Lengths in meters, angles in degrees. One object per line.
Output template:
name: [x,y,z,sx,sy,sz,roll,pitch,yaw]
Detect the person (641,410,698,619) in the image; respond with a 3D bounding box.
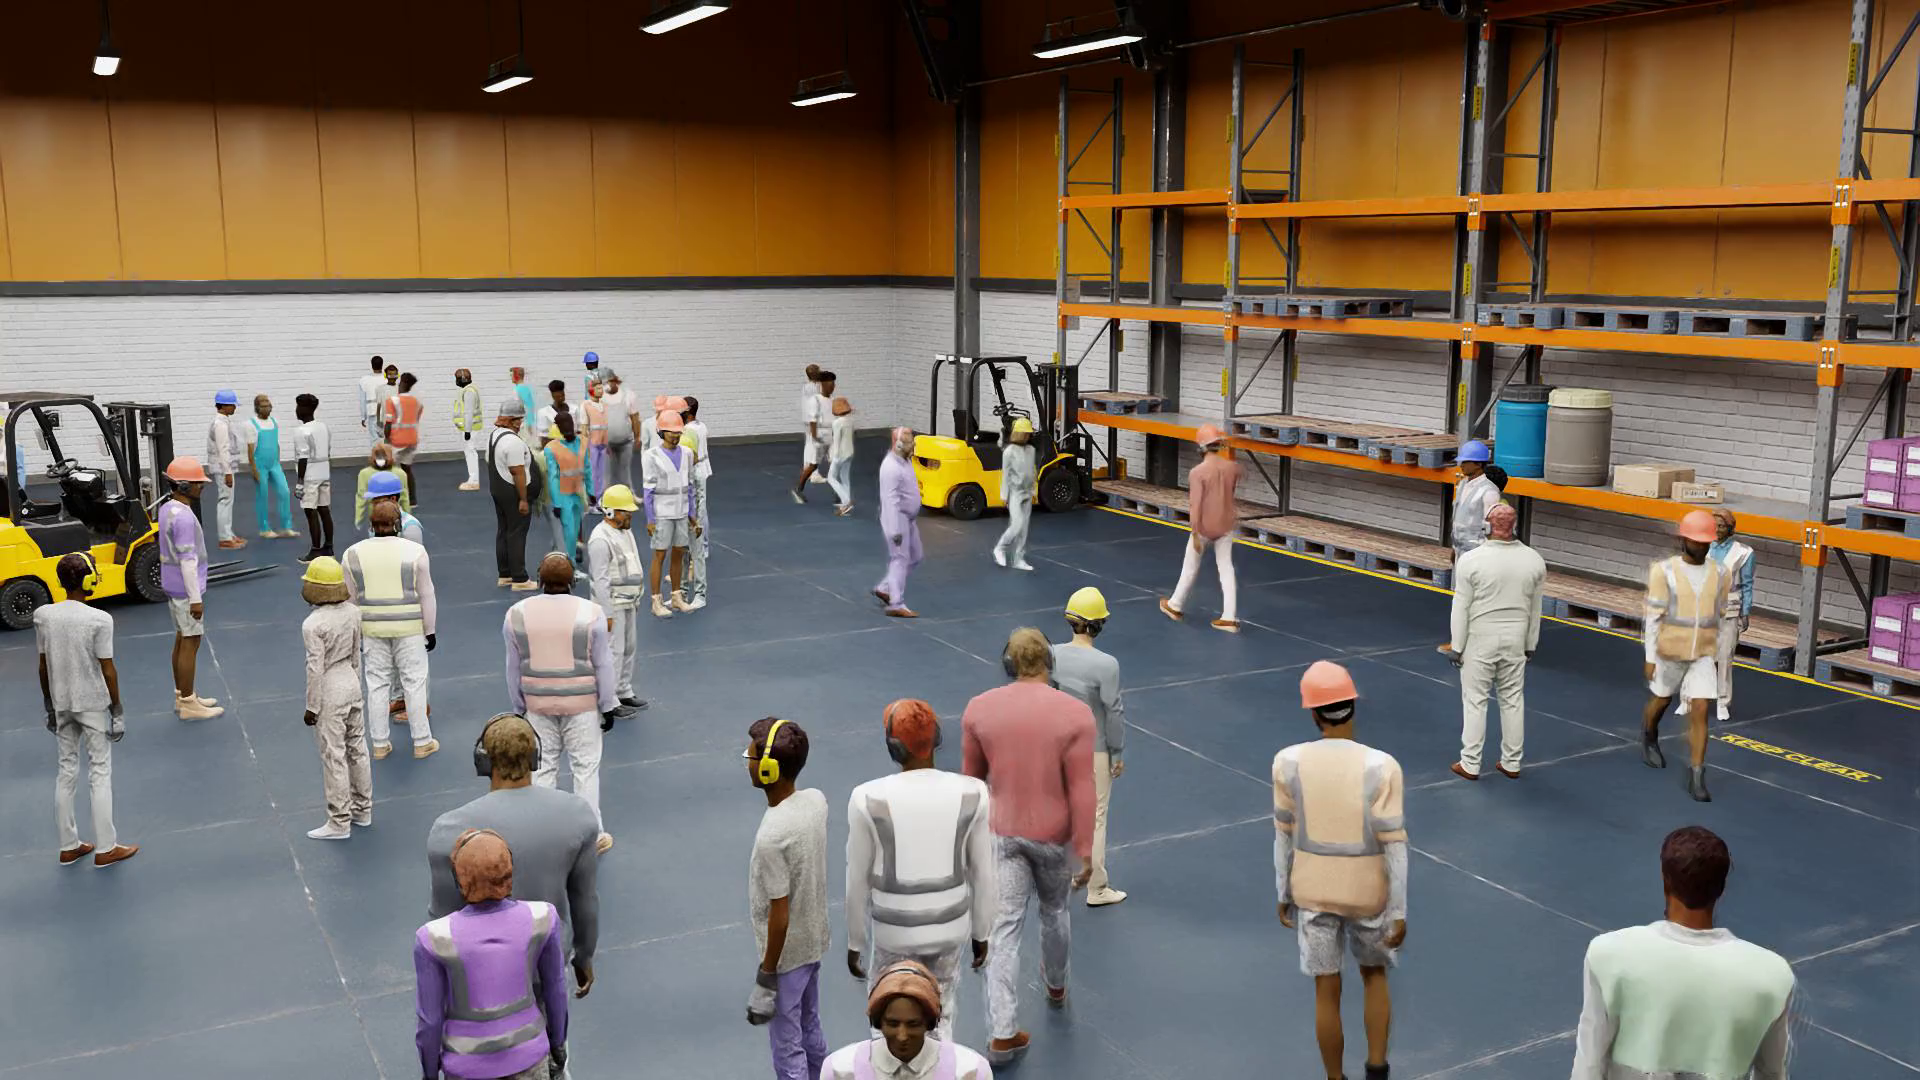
person: [-2.825,-0.260,16.355,0.397,2.043,0.610,8,13,40]

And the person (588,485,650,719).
person: [-2.633,0.474,12.794,0.403,1.817,0.601,1,10,8]

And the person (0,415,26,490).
person: [-10.703,-0.533,18.529,0.591,1.834,0.404,2,10,13]

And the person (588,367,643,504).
person: [-4.842,-1.469,23.319,0.701,2.000,0.713,-2,10,-13]

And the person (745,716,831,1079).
person: [-0.661,1.576,6.276,0.330,1.874,0.518,3,10,16]

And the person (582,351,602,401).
person: [-6.032,-2.151,27.547,0.416,1.939,0.605,3,10,18]

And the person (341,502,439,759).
person: [-4.003,0.641,11.756,0.621,1.841,0.429,-1,10,-3]

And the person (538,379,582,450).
person: [-5.189,-1.140,21.735,0.648,1.937,0.454,-9,13,-41]

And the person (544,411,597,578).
person: [-4.264,-0.473,18.045,0.393,1.886,0.634,5,11,24]

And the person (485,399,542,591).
person: [-4.715,-0.492,17.696,0.536,2.000,0.688,-7,12,-37]

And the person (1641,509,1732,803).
person: [4.864,0.714,11.198,0.558,1.900,0.985,1,10,5]

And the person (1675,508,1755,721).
person: [5.785,0.566,12.761,0.523,1.638,0.310,6,11,29]

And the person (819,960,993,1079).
person: [-0.149,1.966,4.734,0.513,1.630,0.318,0,10,1]

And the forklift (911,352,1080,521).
forklift: [0.460,-1.461,22.833,2.313,2.155,1.214,-5,11,-28]

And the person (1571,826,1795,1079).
person: [2.152,1.781,5.064,0.627,1.878,0.861,2,10,13]

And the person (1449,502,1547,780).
person: [3.626,0.690,11.319,0.636,1.900,0.401,-2,10,-11]

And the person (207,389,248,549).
person: [-8.852,-0.852,20.083,0.419,1.937,0.612,-4,11,-24]

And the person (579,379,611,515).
person: [-4.990,-1.274,22.747,0.390,1.850,0.564,4,10,20]

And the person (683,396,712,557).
person: [-3.082,-0.706,19.282,0.391,1.919,0.587,1,10,6]

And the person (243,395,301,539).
person: [-8.519,-0.888,20.610,0.721,1.817,0.528,6,11,30]

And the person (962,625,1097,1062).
person: [0.318,1.339,7.590,0.653,1.877,1.020,2,10,12]

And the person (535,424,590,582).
person: [-4.260,-0.384,17.943,0.883,1.724,0.540,10,14,44]

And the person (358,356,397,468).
person: [-9.312,-1.995,26.699,0.590,1.918,0.391,-3,10,-18]

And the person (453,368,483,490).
person: [-7.436,-1.679,25.143,0.429,1.832,0.637,-3,10,-17]

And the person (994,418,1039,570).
person: [0.668,-0.515,18.711,0.398,1.733,0.487,9,13,42]

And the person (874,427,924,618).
person: [-0.570,-0.172,16.292,0.431,1.888,0.665,2,10,10]

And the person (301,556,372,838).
person: [-3.849,0.958,10.200,0.289,1.746,0.487,3,10,15]

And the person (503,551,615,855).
person: [-2.341,0.975,9.828,0.638,1.842,0.429,0,10,2]

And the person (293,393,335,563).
person: [-7.471,-0.709,19.173,0.364,1.965,0.636,2,10,11]

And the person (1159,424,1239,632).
person: [2.351,-0.138,15.922,0.625,1.938,0.989,-5,11,-28]

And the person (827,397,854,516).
person: [-1.607,-1.126,22.549,0.335,1.620,0.513,5,11,28]

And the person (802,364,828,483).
person: [-2.265,-1.805,25.816,0.345,1.847,0.506,-5,11,-25]

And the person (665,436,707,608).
person: [-2.762,-0.179,16.749,0.486,1.744,0.294,7,12,34]

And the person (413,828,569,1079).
person: [-1.596,1.792,5.710,0.523,1.636,0.310,-6,11,-30]

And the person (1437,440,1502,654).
person: [4.490,0.096,14.574,0.398,1.949,0.604,-2,10,-11]

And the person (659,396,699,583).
person: [-3.041,-0.545,18.036,0.403,2.035,0.604,2,10,13]

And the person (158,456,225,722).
person: [-5.903,0.368,12.771,0.398,2.034,0.610,-7,12,-34]

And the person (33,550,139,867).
person: [-5.118,0.988,9.708,0.510,1.861,0.324,1,10,8]

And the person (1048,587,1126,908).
person: [0.682,1.131,9.144,0.522,1.769,0.312,8,13,40]

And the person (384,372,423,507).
person: [-7.781,-1.365,23.078,0.440,1.921,0.689,5,11,29]

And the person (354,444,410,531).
person: [-6.025,-0.205,17.347,0.518,1.591,0.855,-1,10,-3]

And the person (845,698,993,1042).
person: [-0.154,1.535,6.510,0.587,1.867,0.444,-2,10,-12]

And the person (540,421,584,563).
person: [-4.489,-0.527,18.907,0.547,1.685,0.448,-5,11,-25]

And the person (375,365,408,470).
person: [-8.719,-1.770,25.590,0.509,1.860,0.334,-5,11,-25]

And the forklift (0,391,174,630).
forklift: [-9.026,-0.363,16.508,1.214,2.155,2.313,6,11,29]

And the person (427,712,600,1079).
person: [-1.624,1.580,6.110,0.640,1.927,0.388,-7,12,-36]

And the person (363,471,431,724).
person: [-4.303,0.431,12.690,0.601,1.939,0.410,8,12,38]

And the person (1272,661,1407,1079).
person: [1.560,1.457,6.902,0.566,1.897,0.507,3,10,19]

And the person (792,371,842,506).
person: [-1.972,-1.440,23.494,0.962,1.931,0.613,9,13,41]
